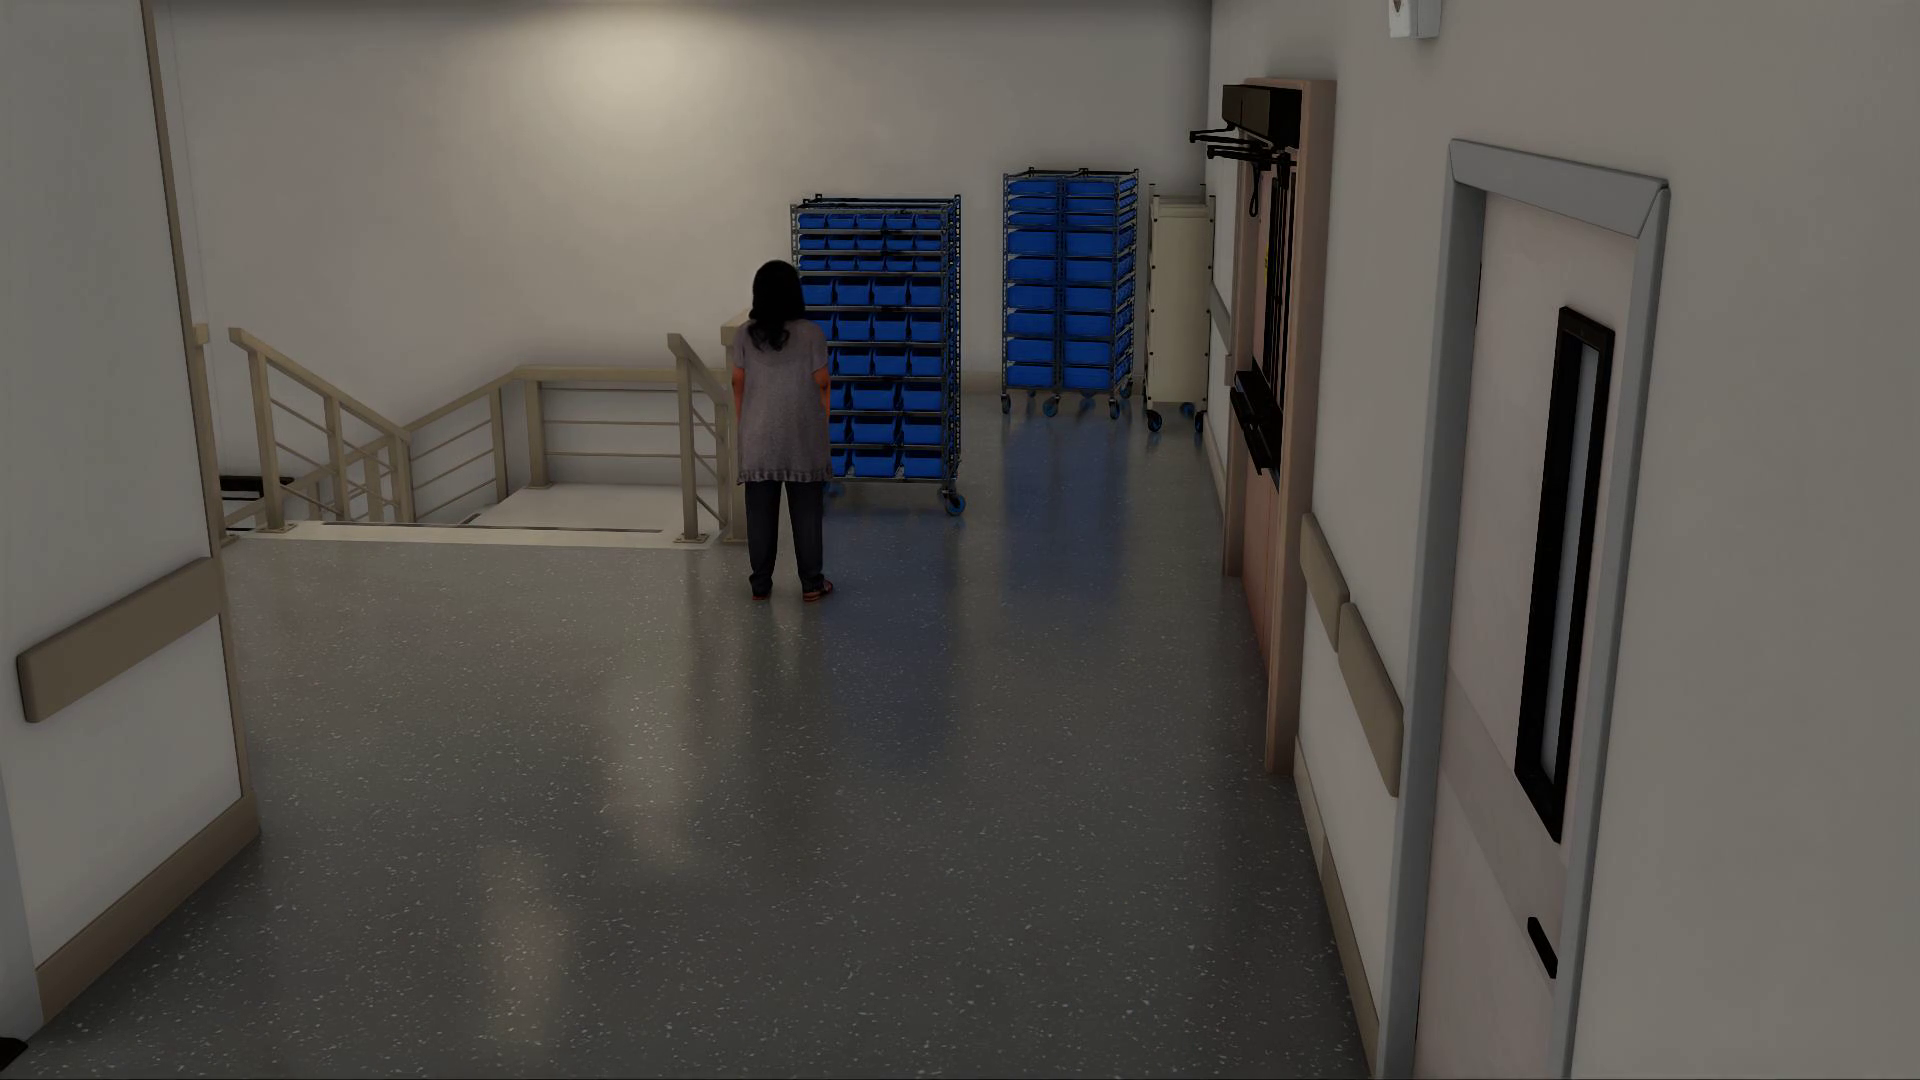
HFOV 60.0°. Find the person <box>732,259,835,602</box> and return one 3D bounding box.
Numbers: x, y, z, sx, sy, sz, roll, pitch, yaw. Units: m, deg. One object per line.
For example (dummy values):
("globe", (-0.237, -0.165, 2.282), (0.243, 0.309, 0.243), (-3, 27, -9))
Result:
("person", (-0.838, -0.511, 7.839), (0.612, 1.608, 0.633), (2, 16, 6))
